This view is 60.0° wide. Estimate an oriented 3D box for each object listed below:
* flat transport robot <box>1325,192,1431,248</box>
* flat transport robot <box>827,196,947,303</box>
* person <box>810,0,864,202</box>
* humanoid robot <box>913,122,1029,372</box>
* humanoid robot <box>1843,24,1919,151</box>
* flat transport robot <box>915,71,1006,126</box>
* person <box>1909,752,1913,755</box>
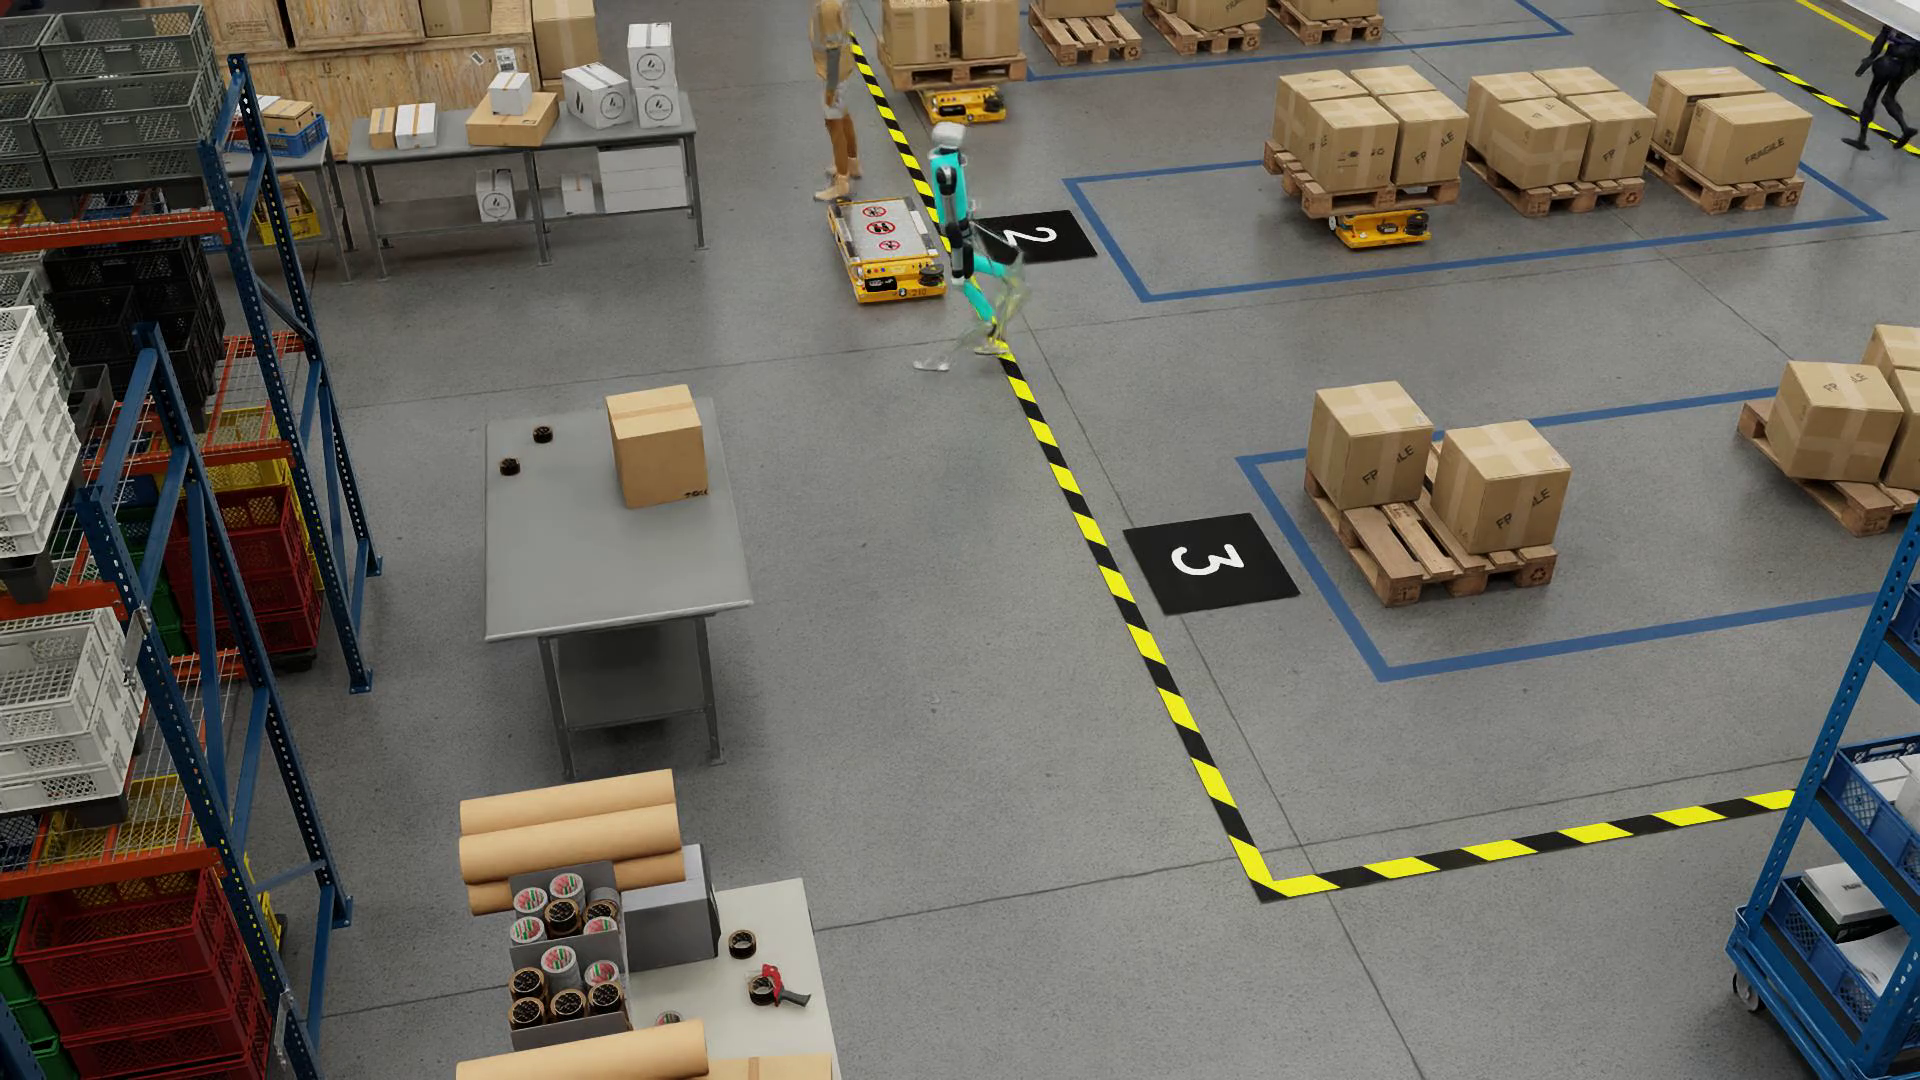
[{"bbox_3d":[3.134,-2.740,13.213,0.652,0.197,1.431,-8,37,-10],"label":"flat transport robot"},{"bbox_3d":[-0.570,-2.220,12.538,0.659,0.231,1.431,-8,37,-10],"label":"flat transport robot"},{"bbox_3d":[-1.019,-3.663,13.026,0.481,2.022,0.684,1,37,1],"label":"person"},{"bbox_3d":[0.132,-1.862,10.829,0.908,1.760,0.540,-1,37,-1],"label":"humanoid robot"},{"bbox_3d":[7.800,-3.988,13.744,0.594,1.644,0.519,-15,39,-19],"label":"humanoid robot"},{"bbox_3d":[-0.067,-4.150,15.108,0.652,0.197,1.431,-8,37,-10],"label":"flat transport robot"},{"bbox_3d":[4.437,0.745,7.225,0.365,1.852,0.596,-6,37,-8],"label":"person"}]
